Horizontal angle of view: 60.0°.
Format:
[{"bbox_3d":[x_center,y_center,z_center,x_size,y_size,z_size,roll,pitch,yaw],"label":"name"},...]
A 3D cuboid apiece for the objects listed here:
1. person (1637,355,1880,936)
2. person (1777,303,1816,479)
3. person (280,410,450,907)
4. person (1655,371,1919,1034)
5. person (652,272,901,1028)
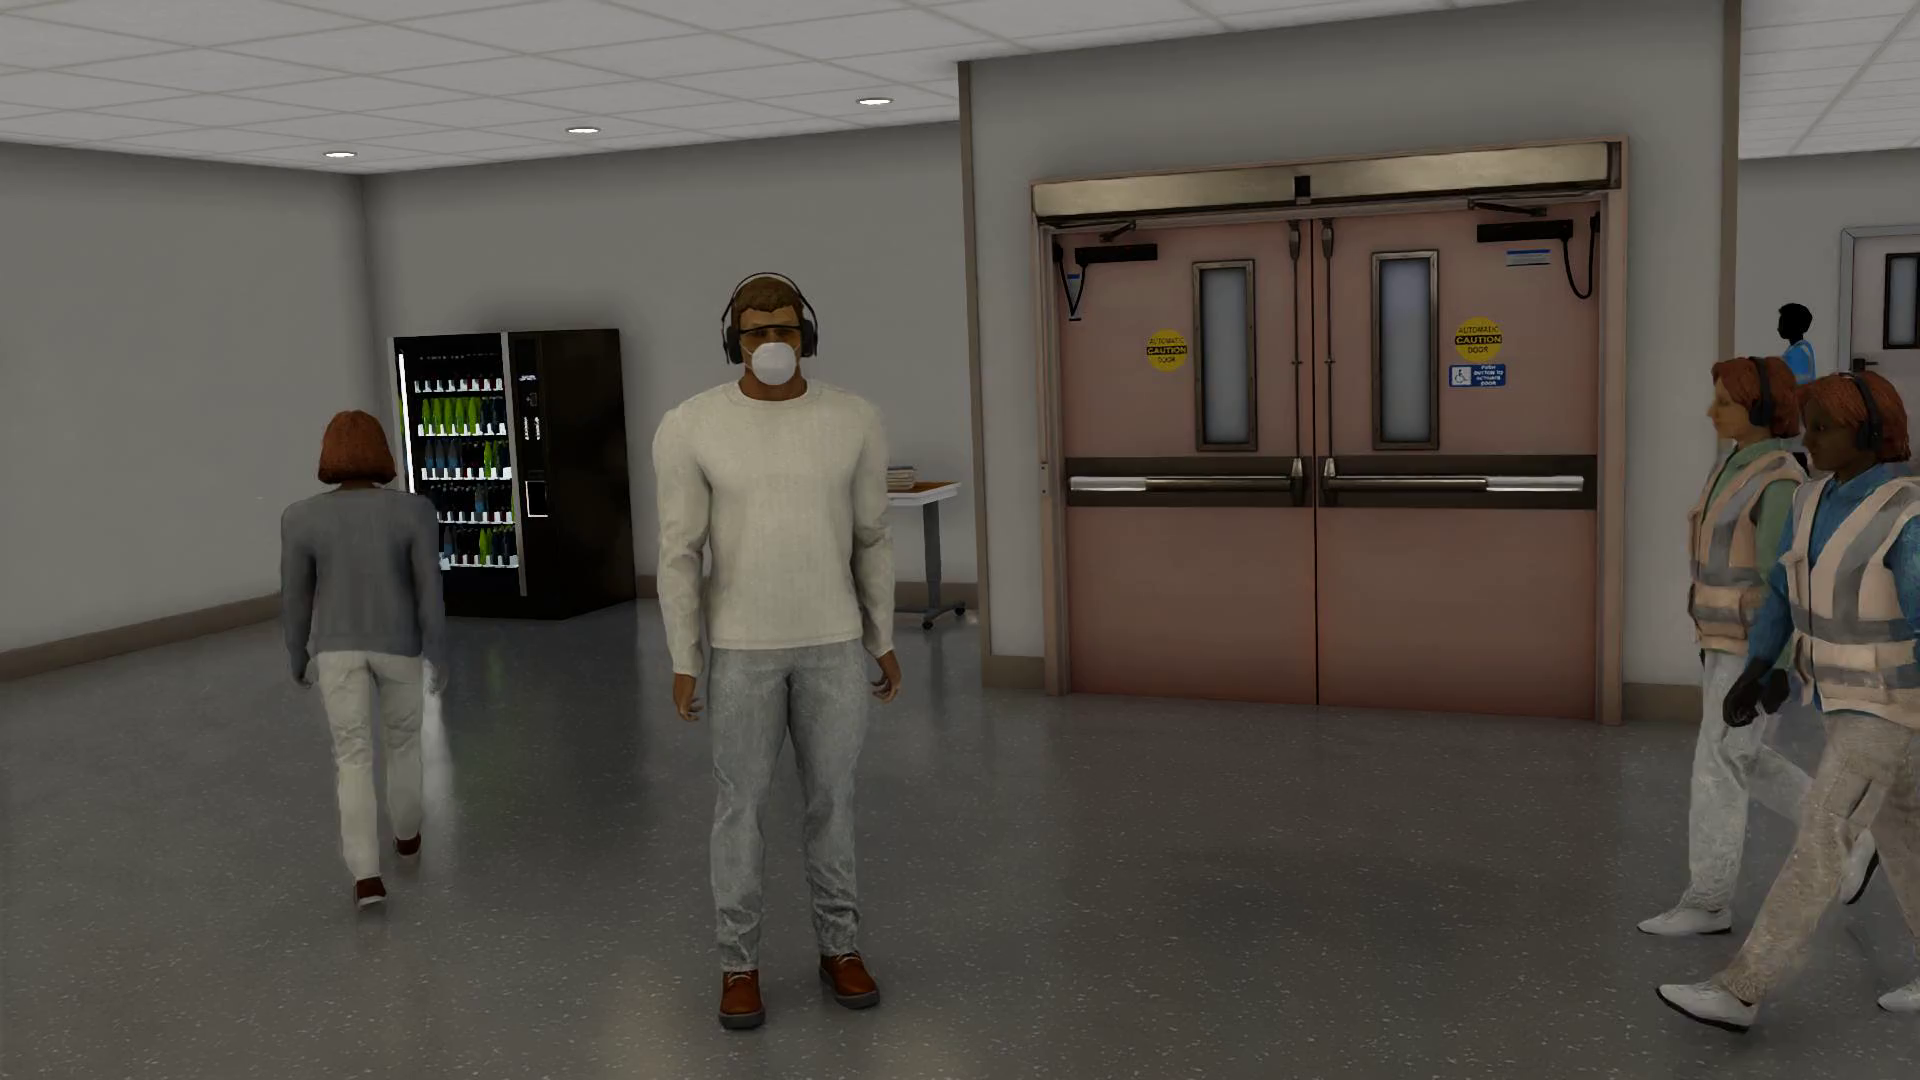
[{"bbox_3d":[2.234,0.297,4.602,0.640,1.621,0.526,-1,8,11],"label":"person"},{"bbox_3d":[6.208,-0.911,12.377,0.316,1.695,0.542,2,8,28],"label":"person"},{"bbox_3d":[-1.955,0.367,5.482,0.513,1.590,0.846,-5,8,-17],"label":"person"},{"bbox_3d":[2.099,0.397,3.980,0.866,1.589,0.507,-2,7,1],"label":"person"},{"bbox_3d":[-0.458,0.282,4.341,0.633,1.938,0.356,-5,8,-18],"label":"person"}]
